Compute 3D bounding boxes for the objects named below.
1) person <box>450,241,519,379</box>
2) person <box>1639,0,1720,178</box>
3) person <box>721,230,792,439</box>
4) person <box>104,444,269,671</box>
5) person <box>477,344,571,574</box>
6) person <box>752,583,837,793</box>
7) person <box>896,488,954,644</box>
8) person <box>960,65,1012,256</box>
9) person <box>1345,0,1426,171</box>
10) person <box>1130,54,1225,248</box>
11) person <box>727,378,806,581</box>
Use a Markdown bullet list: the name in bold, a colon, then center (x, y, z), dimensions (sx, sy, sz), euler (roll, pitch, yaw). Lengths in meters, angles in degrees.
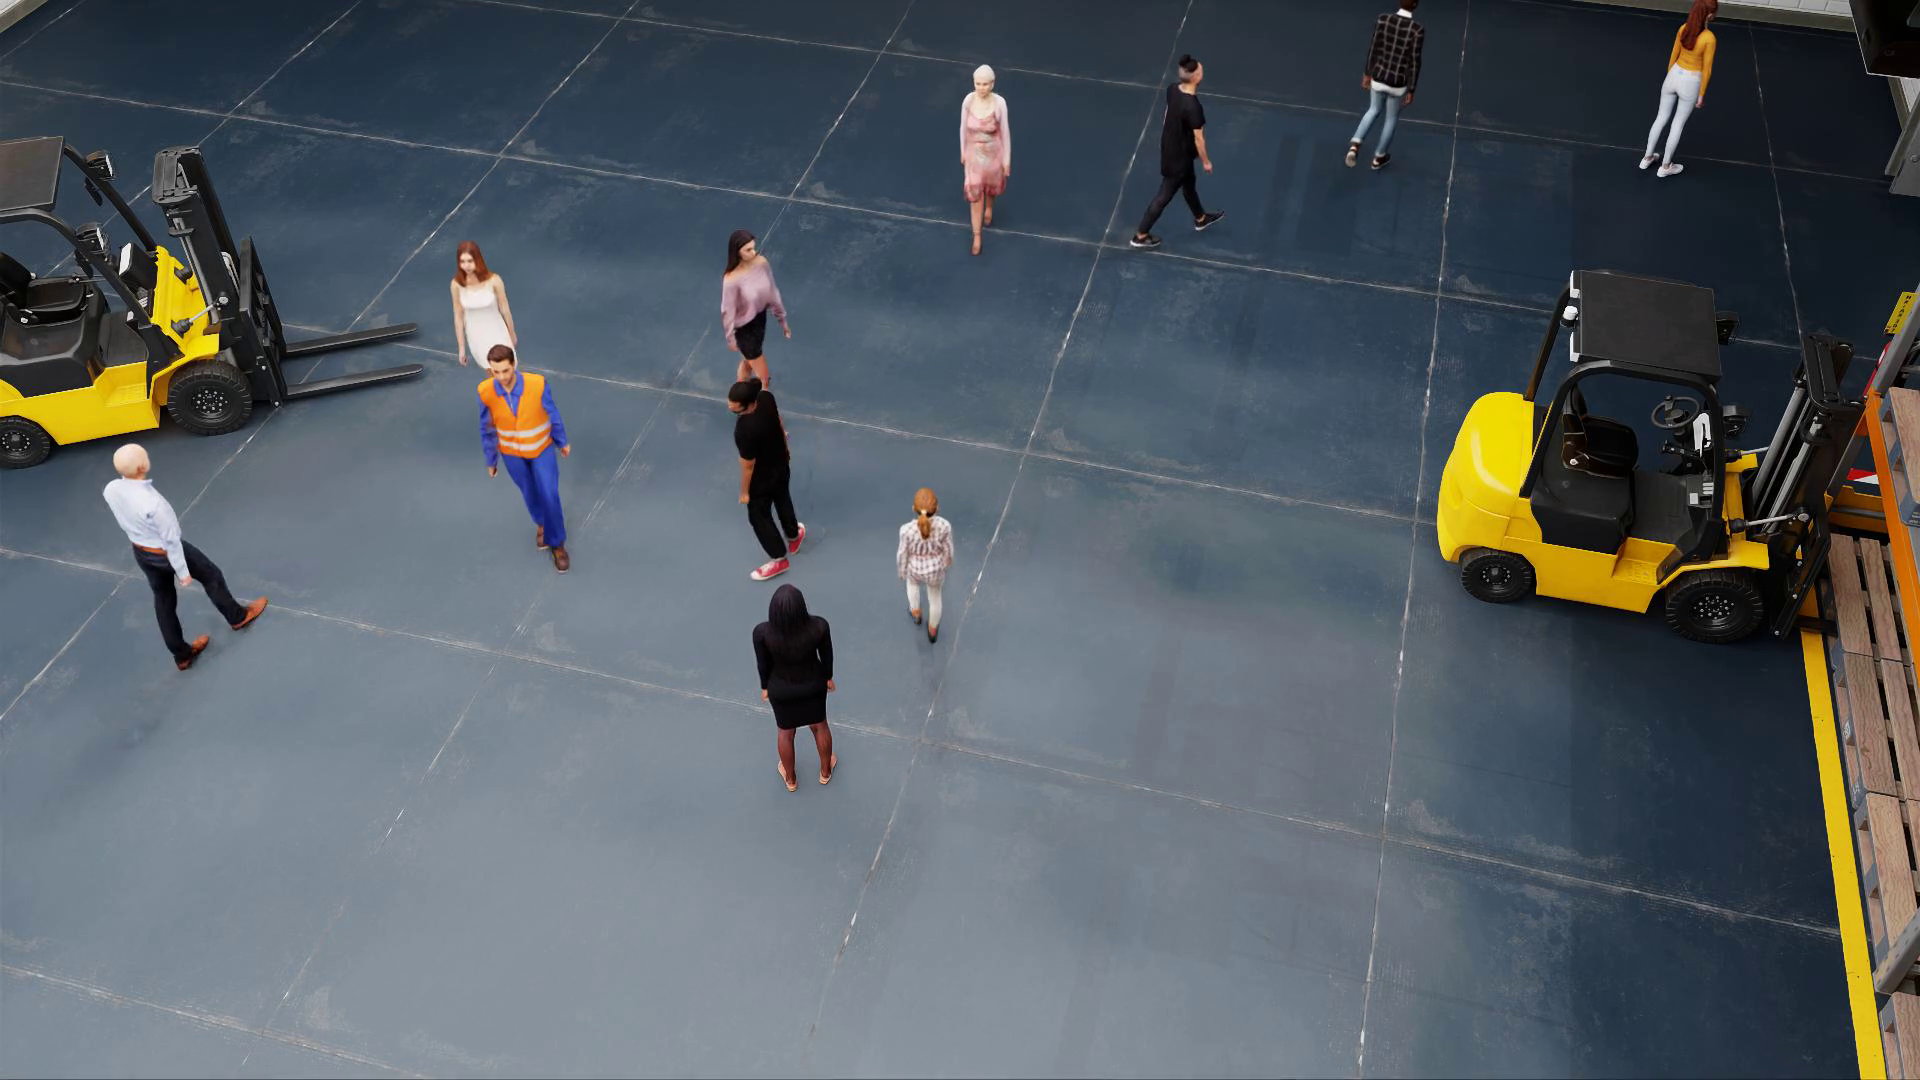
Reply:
- **person**: center (-3.604, -1.612, 12.749), dimensions (0.640, 1.697, 0.712), euler (2, 44, 2)
- **person**: center (6.708, -4.211, 15.439), dimensions (0.740, 1.751, 0.691), euler (-26, 49, -24)
- **person**: center (-1.673, -1.617, 12.691), dimensions (0.845, 1.785, 0.861), euler (24, 49, 23)
- **person**: center (-5.235, 0.166, 10.835), dimensions (0.735, 1.764, 0.995), euler (16, 46, 16)
- **person**: center (-3.033, -0.682, 11.667), dimensions (0.915, 1.844, 0.998), euler (-7, 44, -7)
- **person**: center (-0.992, 0.885, 10.112), dimensions (0.680, 1.720, 0.656), euler (-8, 44, -9)
- **person**: center (-0.219, 0.210, 11.124), dimensions (0.667, 1.301, 0.738), euler (-6, 44, -6)
- **person**: center (0.236, -3.428, 14.695), dimensions (0.718, 1.642, 1.078), euler (4, 44, 4)
- **person**: center (3.939, -4.217, 15.402), dimensions (0.888, 1.810, 1.019), euler (29, 51, 27)
- **person**: center (1.838, -3.343, 14.482), dimensions (1.126, 1.814, 1.218), euler (-11, 45, -11)
- **person**: center (-1.300, -0.505, 11.565), dimensions (0.881, 1.729, 0.471), euler (22, 48, 22)
